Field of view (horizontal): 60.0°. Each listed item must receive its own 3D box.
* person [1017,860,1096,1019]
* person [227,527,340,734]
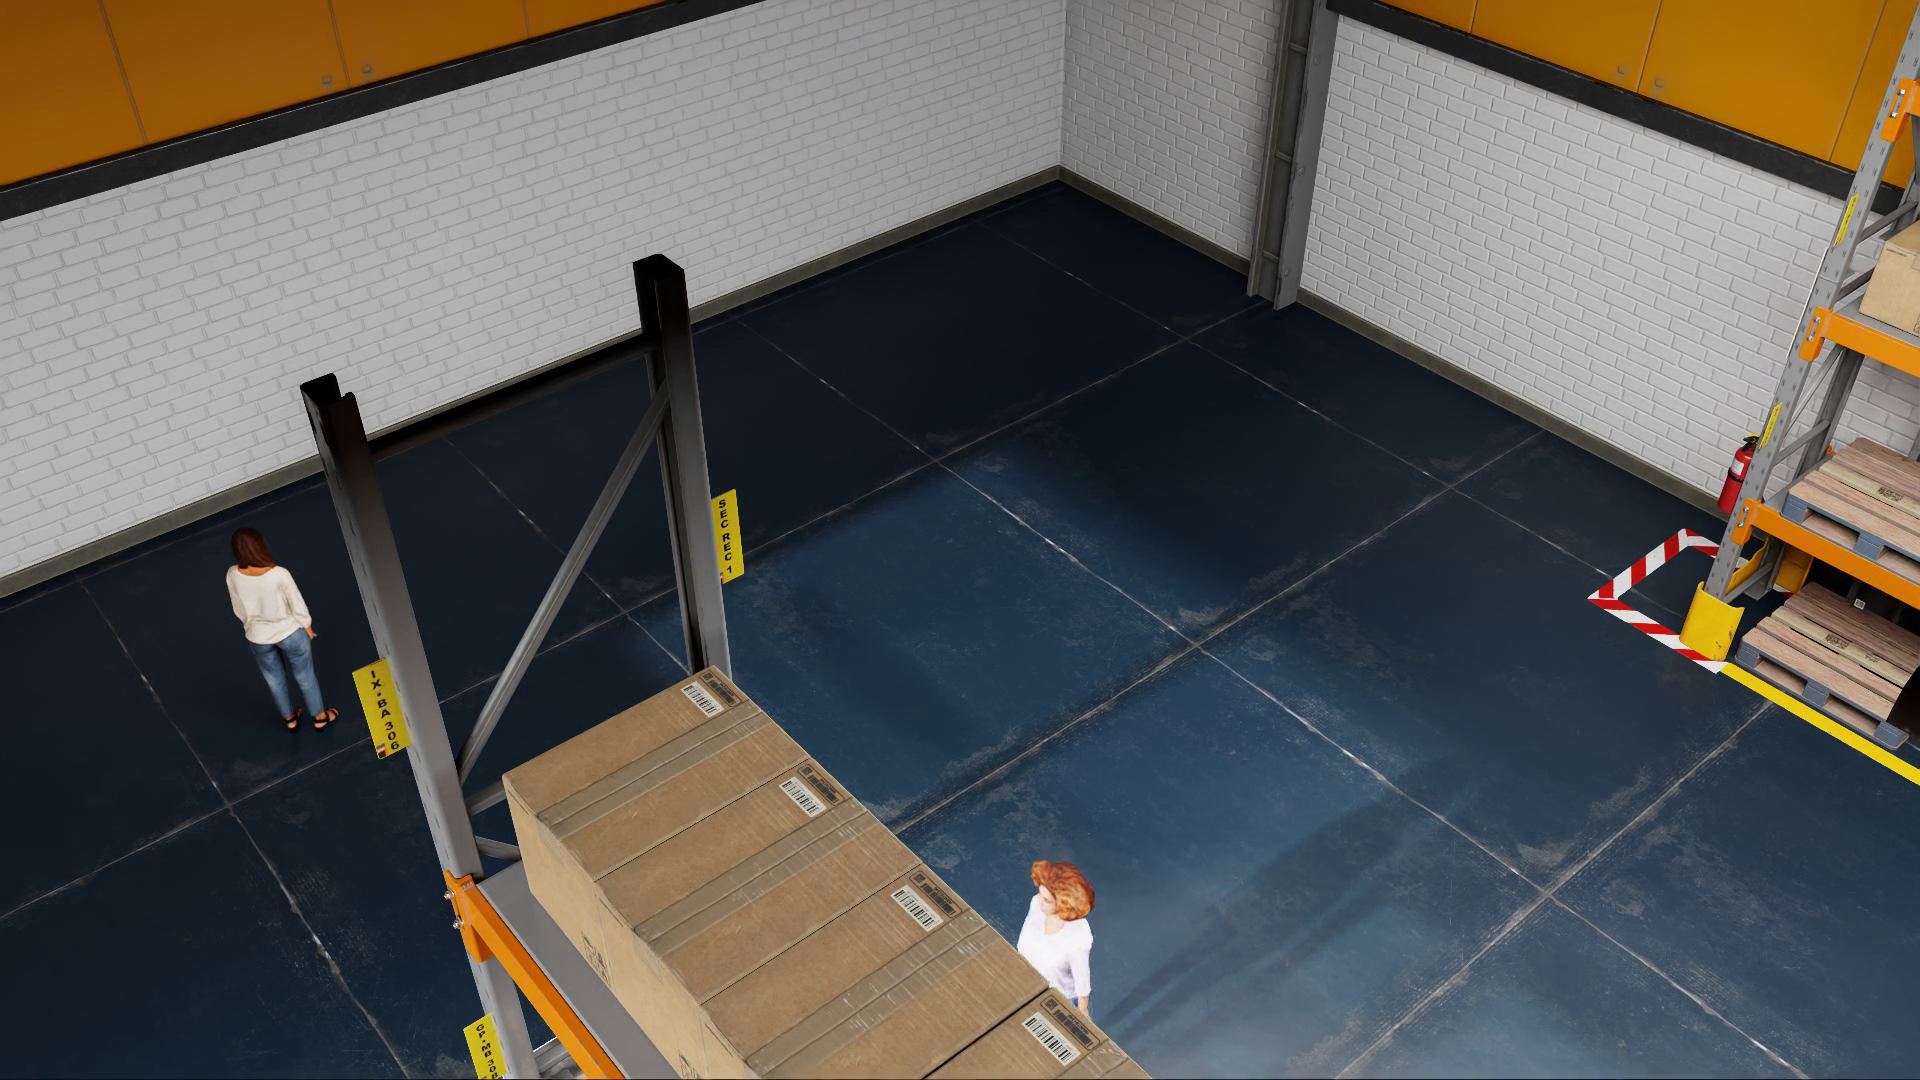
[{"bbox_3d":[0.588,2.306,8.840,0.755,1.692,0.611,-21,43,-24],"label":"person"},{"bbox_3d":[-4.508,0.609,10.974,0.697,1.680,0.748,1,39,1],"label":"person"}]
